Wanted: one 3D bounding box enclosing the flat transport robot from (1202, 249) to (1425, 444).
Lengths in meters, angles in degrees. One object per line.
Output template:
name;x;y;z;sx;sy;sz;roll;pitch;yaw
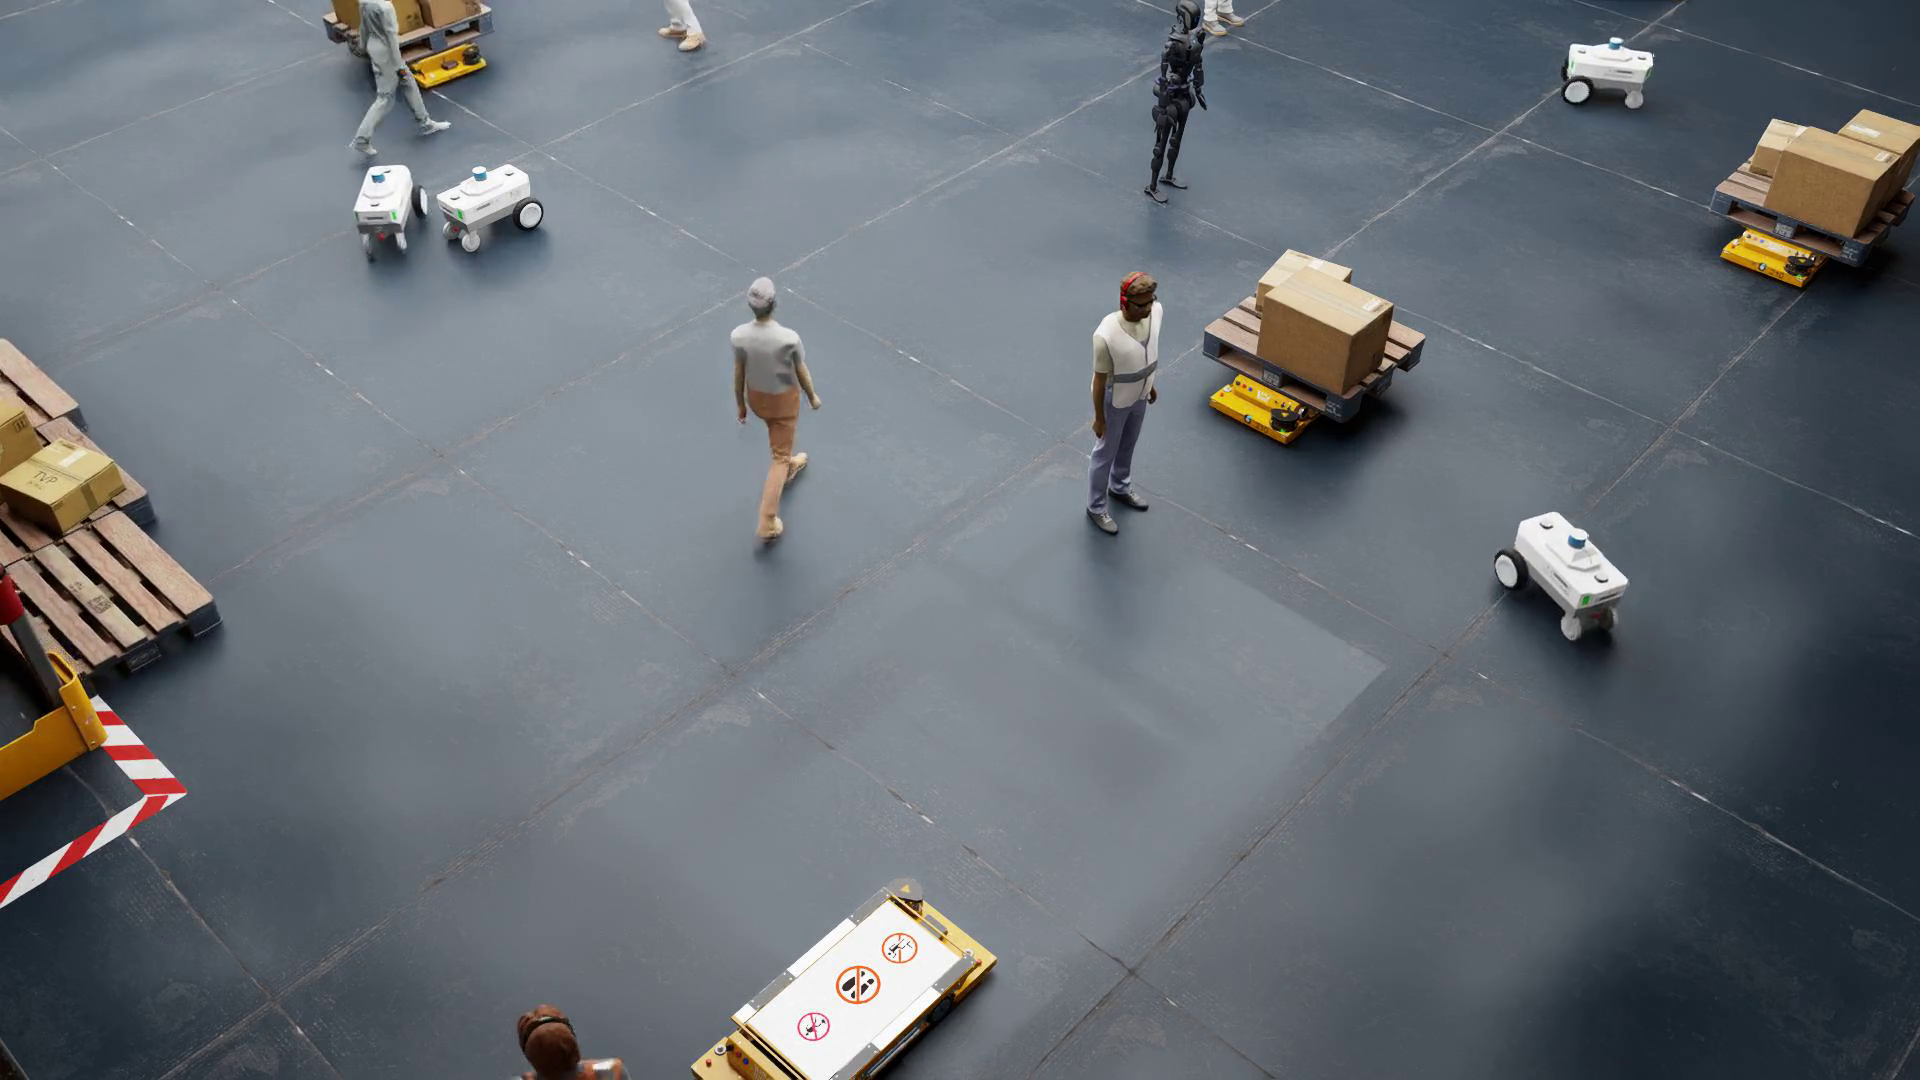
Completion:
flat transport robot;2.473;-1.204;11.864;0.659;0.231;1.431;32;51;30

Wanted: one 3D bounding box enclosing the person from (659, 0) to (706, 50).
person;-2.758;-5.530;15.531;0.493;1.808;0.659;-11;43;-12

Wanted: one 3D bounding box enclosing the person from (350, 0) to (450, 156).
person;-4.896;-4.085;14.004;0.861;1.695;0.512;-24;47;-24

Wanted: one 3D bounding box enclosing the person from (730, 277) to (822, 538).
person;-1.179;-0.852;10.402;0.471;1.709;0.902;15;44;16

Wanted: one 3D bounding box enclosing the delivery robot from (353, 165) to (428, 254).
delivery robot;-4.592;-2.696;13.286;0.499;0.565;0.745;-3;42;-4

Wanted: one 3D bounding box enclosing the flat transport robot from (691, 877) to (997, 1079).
flat transport robot;-0.540;2.262;8.012;0.659;0.231;1.431;32;51;30

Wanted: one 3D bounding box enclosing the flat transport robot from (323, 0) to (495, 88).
flat transport robot;-5.159;-4.672;15.719;0.659;0.231;1.431;-34;52;-32

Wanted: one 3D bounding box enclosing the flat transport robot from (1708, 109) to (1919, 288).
flat transport robot;6.719;-2.492;13.295;0.659;0.231;1.431;32;51;30

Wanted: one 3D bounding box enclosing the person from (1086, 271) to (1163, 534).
person;1.006;-0.887;10.334;0.372;1.842;0.568;32;51;30

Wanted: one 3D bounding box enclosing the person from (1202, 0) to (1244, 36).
person;2.570;-5.741;15.700;0.337;1.882;0.582;32;51;30

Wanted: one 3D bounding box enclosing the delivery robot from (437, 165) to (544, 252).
delivery robot;-3.791;-2.710;13.303;0.499;0.566;0.739;32;51;30

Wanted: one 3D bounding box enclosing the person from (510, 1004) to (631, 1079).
person;-1.525;2.471;6.790;0.523;1.578;0.836;-13;43;-14

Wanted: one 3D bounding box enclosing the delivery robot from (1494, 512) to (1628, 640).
delivery robot;3.682;0.171;10.116;0.499;0.585;0.765;-16;44;-17

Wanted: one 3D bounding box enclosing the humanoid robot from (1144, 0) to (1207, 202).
humanoid robot;1.760;-3.563;13.423;0.315;1.657;0.599;32;51;30

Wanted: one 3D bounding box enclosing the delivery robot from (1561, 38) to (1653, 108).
delivery robot;5.828;-4.237;15.026;0.795;0.602;0.499;10;43;11
